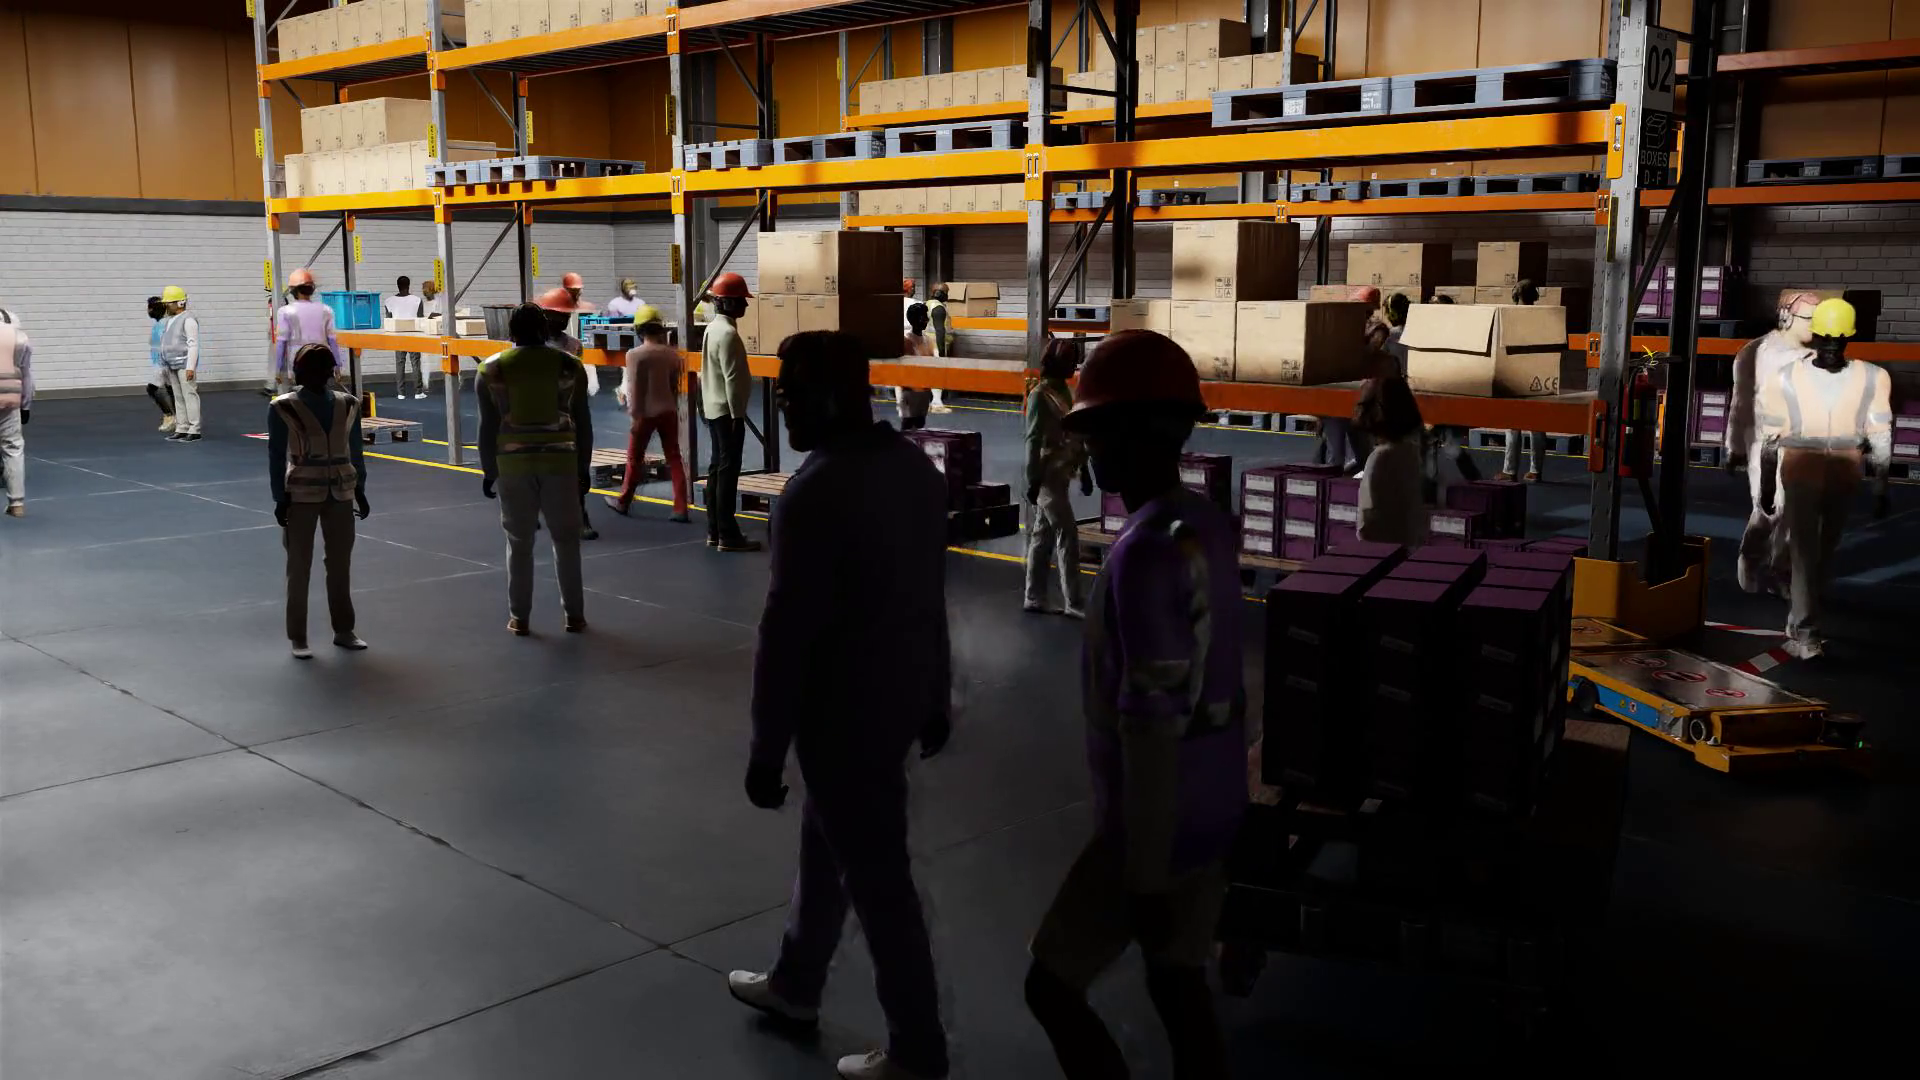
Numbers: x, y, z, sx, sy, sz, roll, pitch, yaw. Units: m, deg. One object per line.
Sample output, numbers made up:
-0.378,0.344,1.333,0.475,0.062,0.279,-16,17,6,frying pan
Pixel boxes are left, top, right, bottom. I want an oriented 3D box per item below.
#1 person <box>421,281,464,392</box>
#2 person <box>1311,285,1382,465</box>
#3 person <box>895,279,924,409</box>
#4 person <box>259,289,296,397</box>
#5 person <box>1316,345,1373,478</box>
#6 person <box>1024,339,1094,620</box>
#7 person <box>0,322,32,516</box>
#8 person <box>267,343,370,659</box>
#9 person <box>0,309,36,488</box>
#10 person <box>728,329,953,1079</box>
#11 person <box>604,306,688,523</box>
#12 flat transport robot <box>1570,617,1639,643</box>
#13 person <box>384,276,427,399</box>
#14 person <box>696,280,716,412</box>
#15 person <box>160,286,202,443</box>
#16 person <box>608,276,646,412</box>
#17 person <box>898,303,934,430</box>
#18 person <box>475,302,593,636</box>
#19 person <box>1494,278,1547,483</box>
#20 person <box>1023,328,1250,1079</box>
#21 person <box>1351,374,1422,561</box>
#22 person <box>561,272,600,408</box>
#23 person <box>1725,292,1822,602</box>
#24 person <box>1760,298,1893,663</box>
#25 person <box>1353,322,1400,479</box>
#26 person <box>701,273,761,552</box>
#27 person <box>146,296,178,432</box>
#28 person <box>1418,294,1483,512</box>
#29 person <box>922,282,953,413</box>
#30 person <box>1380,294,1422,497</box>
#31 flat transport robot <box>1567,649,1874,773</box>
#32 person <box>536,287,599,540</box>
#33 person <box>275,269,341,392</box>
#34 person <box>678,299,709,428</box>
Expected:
-8.632,-3.362,27.483,0.570,1.844,0.987,4,10,22,person
3.836,-1.562,16.331,0.561,1.875,0.986,-4,10,-21,person
-0.737,-2.803,23.880,0.575,1.883,0.355,4,10,24,person
-10.780,-3.151,26.325,0.612,1.778,0.870,4,10,25,person
2.979,-0.970,13.011,0.533,1.758,0.455,-5,10,-26,person
0.641,-0.341,9.572,0.681,1.613,0.538,5,10,26,person
-7.862,-1.083,13.494,0.430,1.840,0.629,7,12,37,person
-3.352,-0.209,8.720,0.313,1.639,0.517,9,13,44,person
-8.992,-1.510,15.470,1.031,2.000,0.683,6,11,32,person
-0.369,0.422,4.137,0.891,1.868,0.657,4,10,25,person
-2.503,-1.008,13.369,0.907,1.719,0.557,9,13,43,person
2.748,0.553,8.232,1.431,0.197,0.652,-2,9,-11,flat transport robot
-8.631,-3.151,25.924,0.589,1.914,0.392,-1,9,-8,person
-3.573,-2.734,23.523,0.328,1.865,0.521,4,10,23,person
-9.111,-2.050,19.431,0.587,1.828,0.404,8,12,39,person
-4.693,-2.751,23.454,0.677,1.920,0.633,8,12,42,person
-0.423,-1.465,16.246,0.317,1.695,0.540,5,10,28,person
-2.343,-0.386,9.210,0.619,1.839,0.430,-3,10,-15,person
5.304,-1.491,15.676,0.629,1.937,0.379,-1,9,-8,person
0.372,0.541,3.310,0.510,1.907,0.550,4,10,23,person
1.745,0.151,6.601,0.520,1.610,0.529,4,10,26,person
-4.591,-2.198,19.870,0.653,1.976,0.438,-7,12,-38,person
4.984,-0.550,10.058,0.699,1.881,0.425,-1,9,-3,person
4.536,-0.329,8.769,0.589,1.883,0.936,3,10,16,person
3.444,-1.040,13.978,0.524,1.583,0.887,-1,9,-9,person
-1.656,-0.918,11.978,0.394,1.992,0.622,-4,10,-22,person
-9.839,-2.158,20.542,0.399,1.686,0.546,-2,9,-13,person
4.005,-1.095,13.595,0.531,1.821,0.690,-4,10,-25,person
-0.308,-2.698,23.387,0.430,1.835,0.625,-2,10,-14,person
3.899,-1.238,14.520,0.595,1.809,0.897,-2,9,-11,person
3.206,0.708,7.281,0.652,0.197,1.431,-2,9,-11,flat transport robot
-3.114,-0.969,12.635,0.551,1.896,0.995,-8,12,-40,person
-7.032,-1.879,17.825,0.999,2.001,0.628,9,13,44,person
-2.664,-1.611,17.078,0.699,1.718,0.488,9,13,43,person
